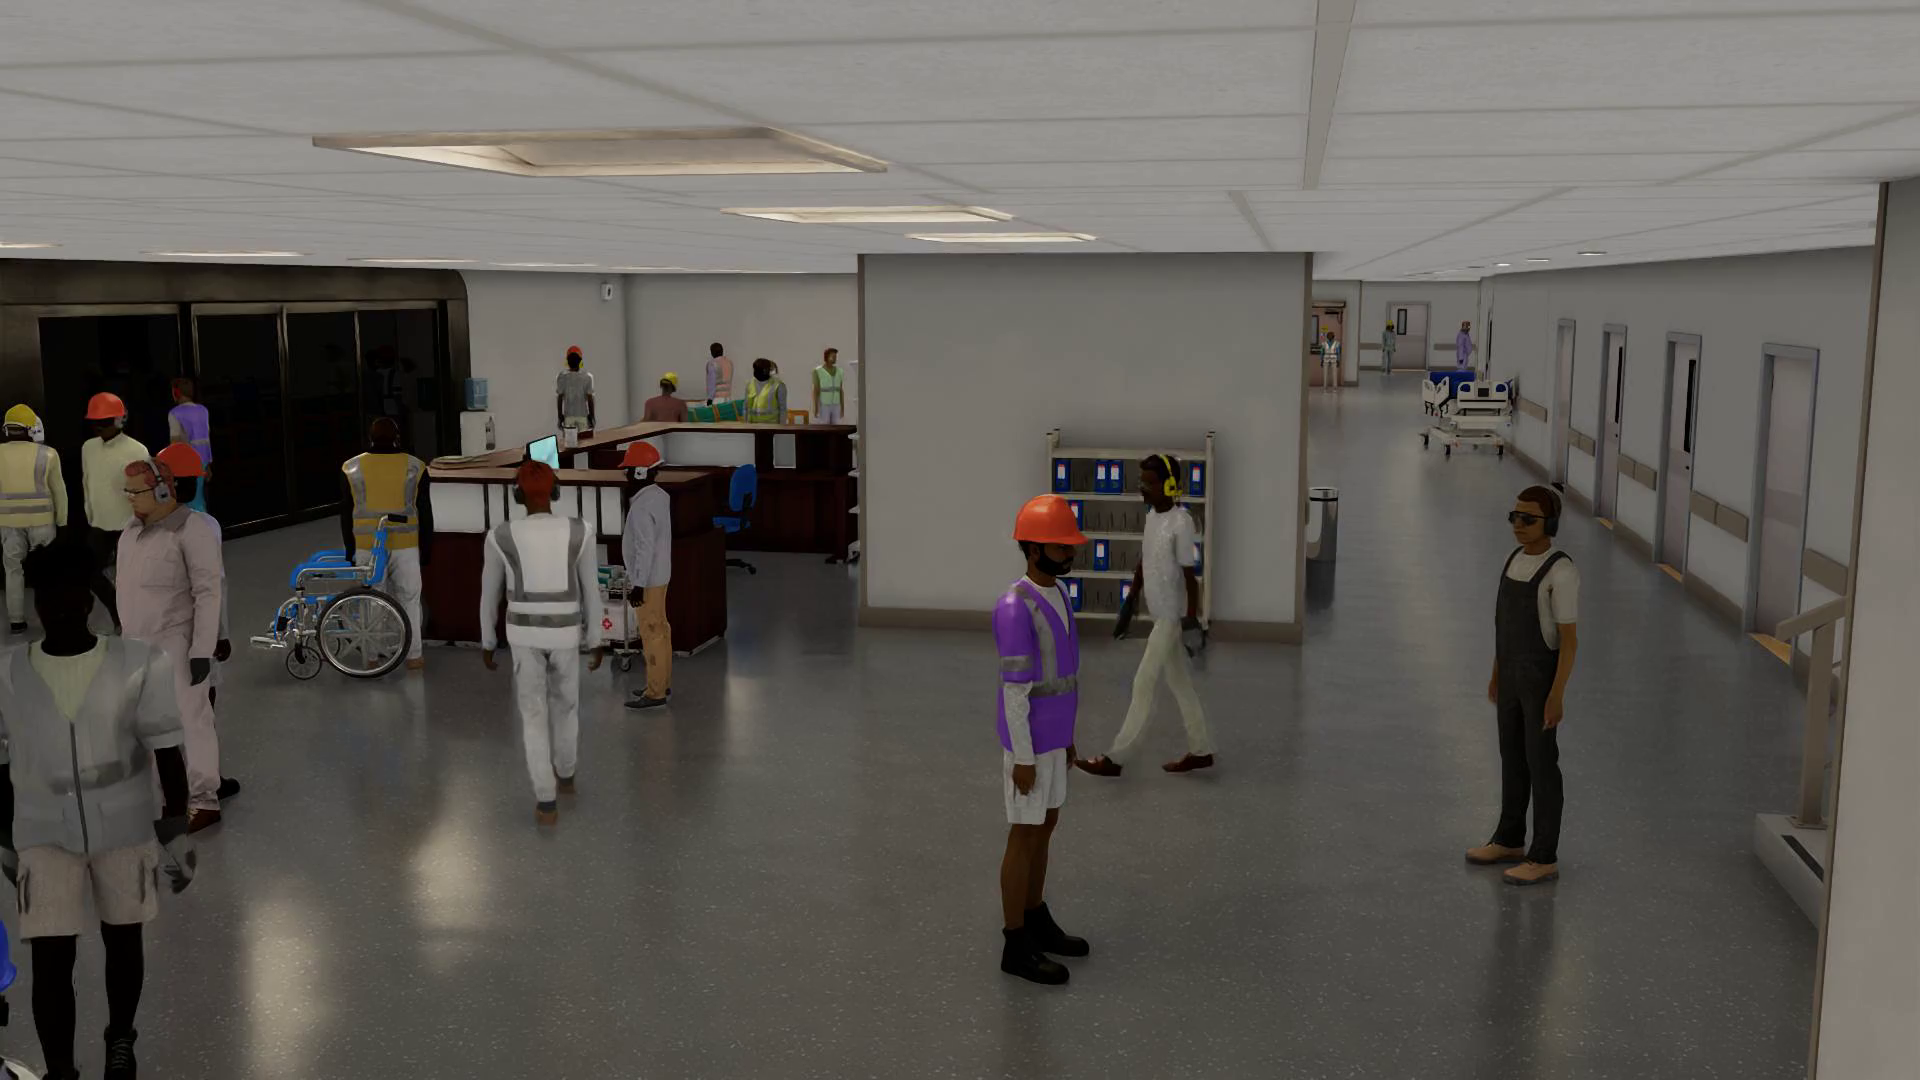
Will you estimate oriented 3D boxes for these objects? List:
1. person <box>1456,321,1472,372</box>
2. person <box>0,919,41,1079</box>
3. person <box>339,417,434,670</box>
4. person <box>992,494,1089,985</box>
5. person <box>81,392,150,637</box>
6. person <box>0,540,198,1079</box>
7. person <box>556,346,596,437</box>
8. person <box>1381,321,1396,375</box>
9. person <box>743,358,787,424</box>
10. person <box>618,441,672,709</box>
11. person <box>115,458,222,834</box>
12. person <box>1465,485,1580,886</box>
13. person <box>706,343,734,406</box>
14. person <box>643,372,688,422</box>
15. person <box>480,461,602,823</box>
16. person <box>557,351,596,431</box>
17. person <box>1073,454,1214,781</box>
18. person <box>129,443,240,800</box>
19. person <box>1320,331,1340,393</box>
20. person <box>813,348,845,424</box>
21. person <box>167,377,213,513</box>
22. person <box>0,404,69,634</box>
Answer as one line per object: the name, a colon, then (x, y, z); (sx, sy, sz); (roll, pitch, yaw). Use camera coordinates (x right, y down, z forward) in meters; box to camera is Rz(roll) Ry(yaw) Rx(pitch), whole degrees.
person: (13.481, -4.896, 44.465); (0.398, 1.900, 0.635); (5, 10, 28)
person: (-1.404, 1.416, 2.389); (0.395, 1.945, 0.618); (-6, 10, -34)
person: (-4.101, 0.037, 11.938); (0.631, 1.835, 0.429); (-3, 9, -19)
person: (0.337, 0.779, 6.654); (0.359, 1.938, 0.545); (3, 9, 21)
person: (-6.308, -0.114, 12.425); (0.655, 1.977, 0.441); (3, 9, 17)
person: (-2.806, 0.969, 5.366); (0.628, 1.935, 0.795); (-4, 9, -24)
person: (-5.463, -1.792, 23.700); (0.552, 1.942, 0.342); (0, 9, 1)
person: (13.717, -6.134, 53.169); (0.483, 1.745, 0.299); (-3, 9, -20)
person: (-2.601, -1.491, 22.044); (0.626, 1.840, 0.430); (4, 9, 23)
person: (-2.065, 0.227, 10.924); (0.326, 1.752, 0.560); (0, 9, 1)
person: (-4.025, 0.534, 8.401); (0.636, 1.902, 0.406); (4, 10, 27)
person: (2.628, 0.663, 7.716); (0.339, 1.846, 0.514); (-3, 9, -16)
person: (-4.119, -2.444, 28.378); (0.430, 1.839, 0.625); (5, 10, 28)
person: (-3.657, -1.186, 20.388); (0.649, 1.730, 0.424); (-3, 9, -20)
person: (-2.209, 0.501, 8.765); (0.605, 1.850, 0.808); (-3, 9, -18)
person: (-5.417, -1.719, 23.459); (0.533, 1.868, 0.310); (-2, 9, -11)
person: (1.041, 0.438, 9.271); (0.917, 1.828, 0.495); (-2, 9, -10)
person: (-4.140, 0.448, 8.889); (0.545, 1.931, 0.380); (2, 9, 13)
person: (9.829, -4.717, 44.140); (0.519, 1.631, 0.316); (3, 9, 20)
person: (-2.060, -2.090, 26.028); (0.600, 1.832, 0.433); (-8, 12, -43)
person: (-8.047, -0.783, 17.364); (0.428, 1.841, 0.580); (1, 9, 8)
person: (-7.431, -0.165, 13.260); (0.601, 1.830, 0.404); (-2, 9, -15)
